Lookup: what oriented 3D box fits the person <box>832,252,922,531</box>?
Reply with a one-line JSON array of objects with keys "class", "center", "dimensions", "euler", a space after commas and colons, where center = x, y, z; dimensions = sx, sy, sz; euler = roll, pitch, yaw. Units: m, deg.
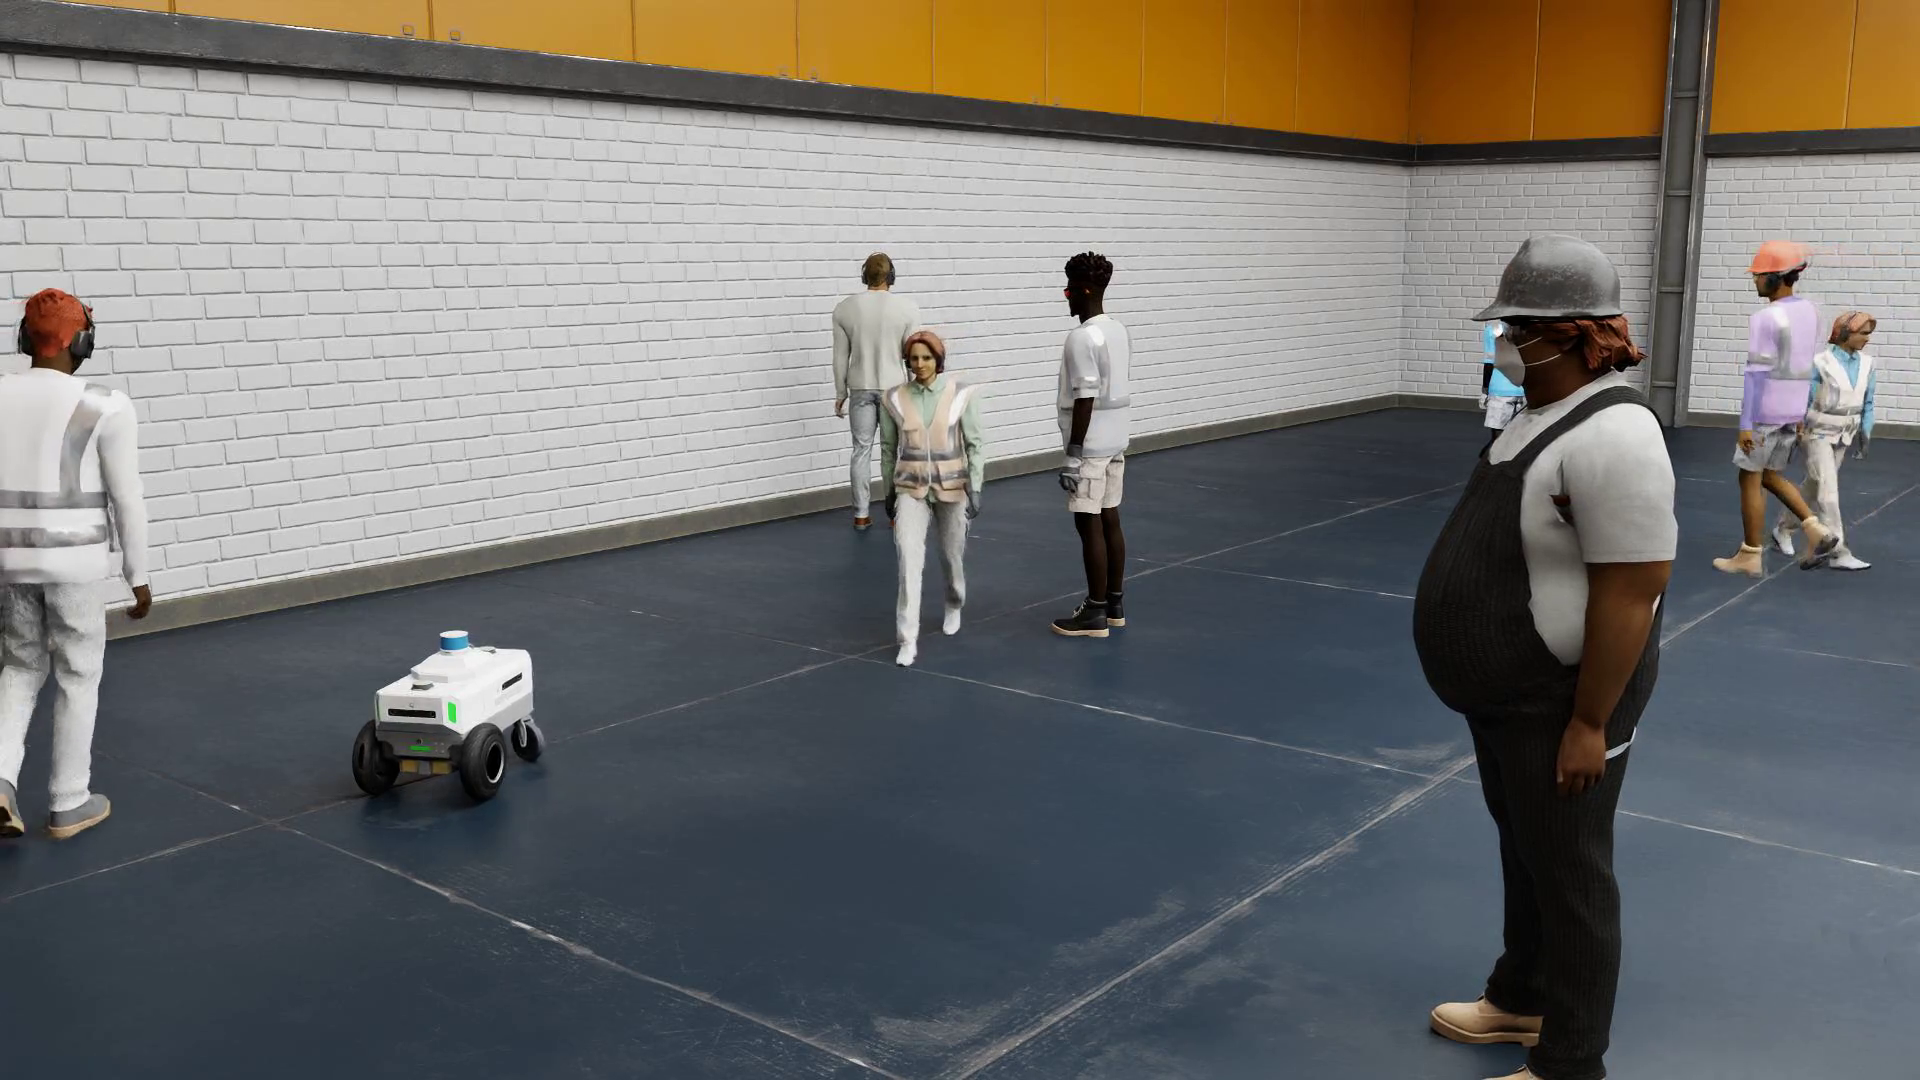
[{"class": "person", "center": [-0.567, -1.027, 11.610], "dimensions": [0.650, 1.933, 0.386], "euler": [1, 10, 7]}]

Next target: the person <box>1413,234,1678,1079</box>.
[{"class": "person", "center": [1.326, 0.317, 3.873], "dimensions": [0.535, 2.000, 0.686], "euler": [1, 10, 4]}]

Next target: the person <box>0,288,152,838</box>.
[{"class": "person", "center": [-3.052, 0.101, 5.566], "dimensions": [0.618, 1.863, 0.484], "euler": [0, 10, -1]}]

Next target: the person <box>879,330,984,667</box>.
[{"class": "person", "center": [-0.135, -0.245, 8.228], "dimensions": [0.516, 1.594, 0.871], "euler": [1, 10, 3]}]

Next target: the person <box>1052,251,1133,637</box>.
[{"class": "person", "center": [0.676, -0.487, 8.537], "dimensions": [0.362, 1.963, 0.613], "euler": [5, 11, 26]}]

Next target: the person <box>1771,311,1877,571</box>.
[{"class": "person", "center": [5.391, -0.635, 10.399], "dimensions": [0.559, 1.591, 0.870], "euler": [-4, 11, -19]}]

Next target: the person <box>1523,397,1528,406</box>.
[{"class": "person", "center": [4.189, -0.938, 11.955], "dimensions": [0.266, 1.631, 0.507], "euler": [4, 11, 21]}]

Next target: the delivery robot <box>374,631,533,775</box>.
[{"class": "delivery robot", "center": [-1.890, 0.584, 6.252], "dimensions": [0.477, 0.478, 0.707], "euler": [2, 10, 9]}]

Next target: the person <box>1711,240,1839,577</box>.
[{"class": "person", "center": [4.880, -0.758, 9.879], "dimensions": [0.626, 2.023, 0.585], "euler": [-7, 12, -33]}]

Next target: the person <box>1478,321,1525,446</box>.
[{"class": "person", "center": [4.271, -1.131, 12.847], "dimensions": [0.533, 1.697, 0.319], "euler": [0, 10, -2]}]
